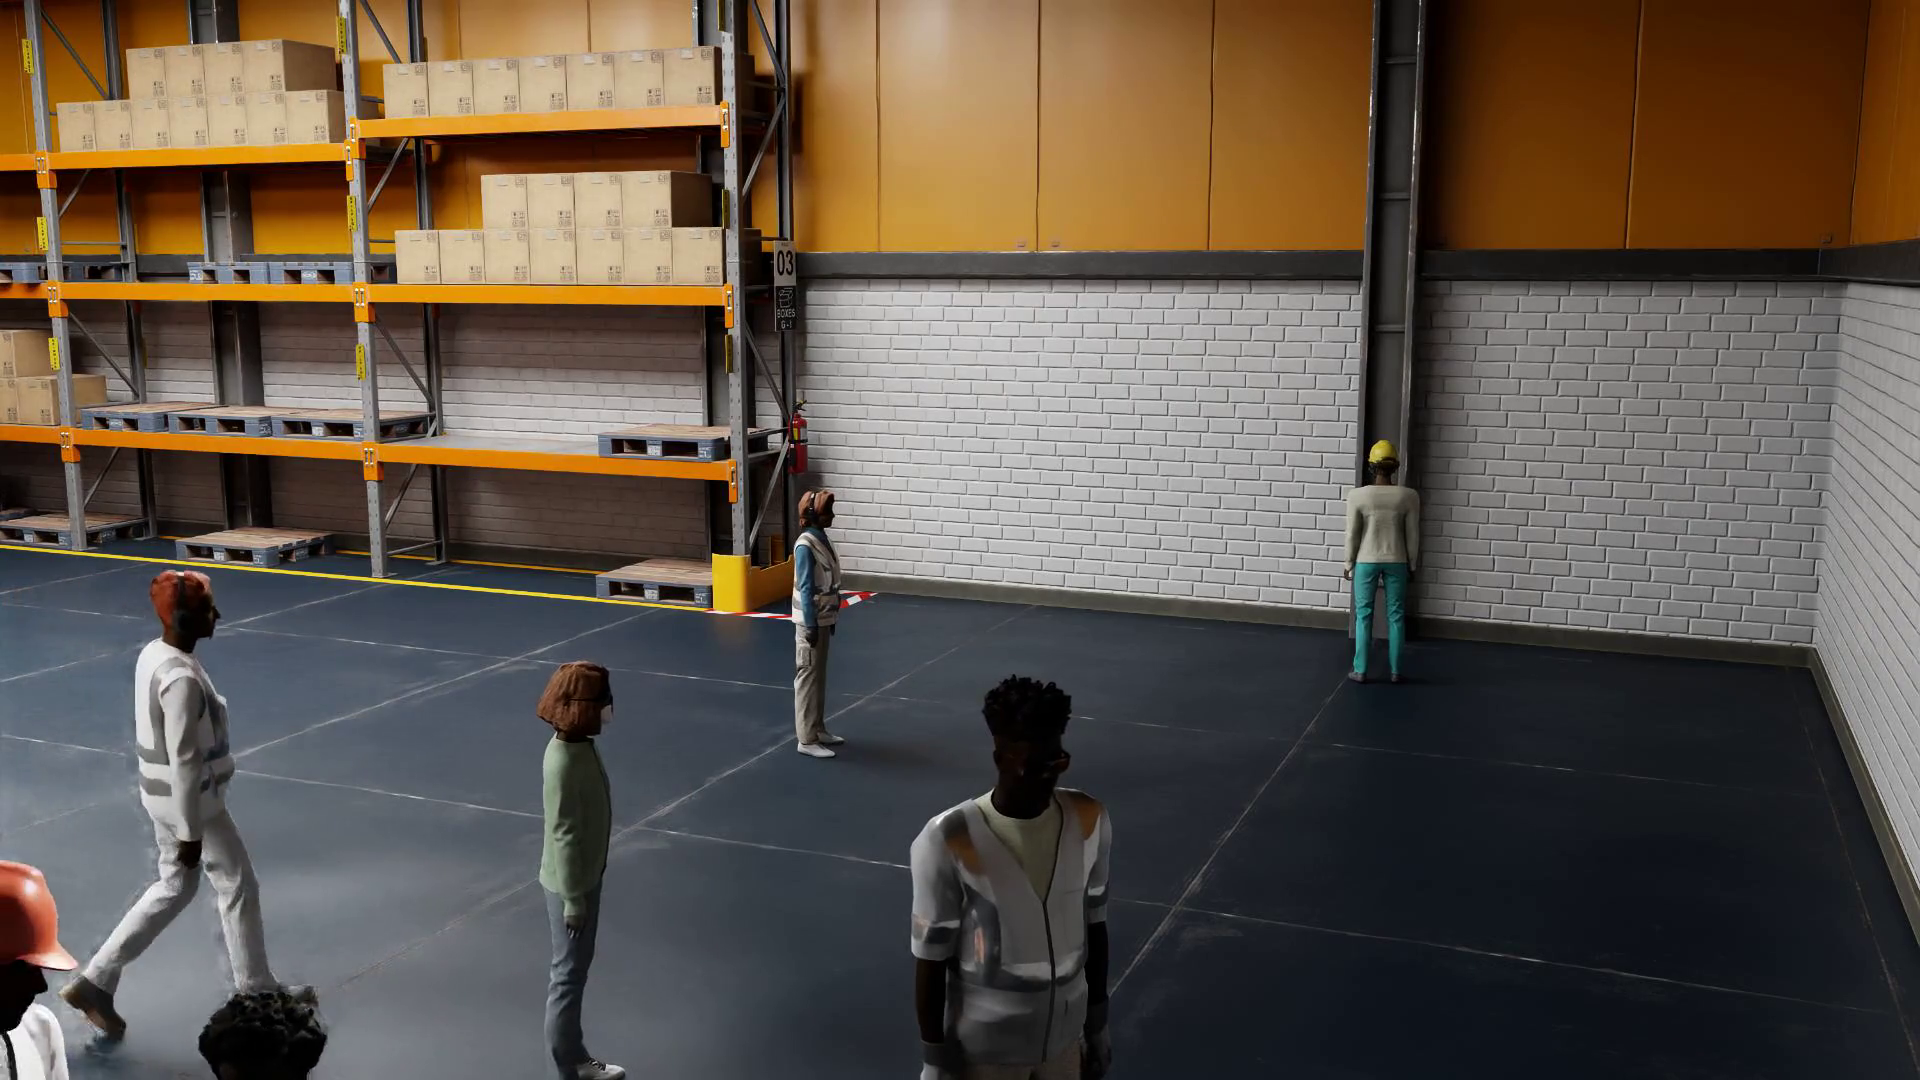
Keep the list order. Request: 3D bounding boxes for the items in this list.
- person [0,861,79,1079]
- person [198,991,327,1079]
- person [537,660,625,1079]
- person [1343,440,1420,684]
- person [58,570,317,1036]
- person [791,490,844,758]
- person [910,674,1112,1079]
[{"bbox_3d":[-2.011,1.549,3.274,0.877,1.894,0.554,2,10,12],"label":"person"},{"bbox_3d":[-1.282,1.660,3.213,0.545,1.660,0.772,-2,10,-11],"label":"person"},{"bbox_3d":[-1.355,1.227,5.934,0.270,1.632,0.504,-1,9,-5],"label":"person"},{"bbox_3d":[3.026,0.166,11.973,0.533,1.767,0.315,1,9,4],"label":"person"},{"bbox_3d":[-3.064,1.028,6.489,0.853,1.857,0.578,-7,12,-38],"label":"person"},{"bbox_3d":[-0.887,0.508,10.275,0.309,1.641,0.514,1,9,7],"label":"person"},{"bbox_3d":[0.151,1.310,4.470,0.607,1.958,0.379,-5,11,-30],"label":"person"}]
